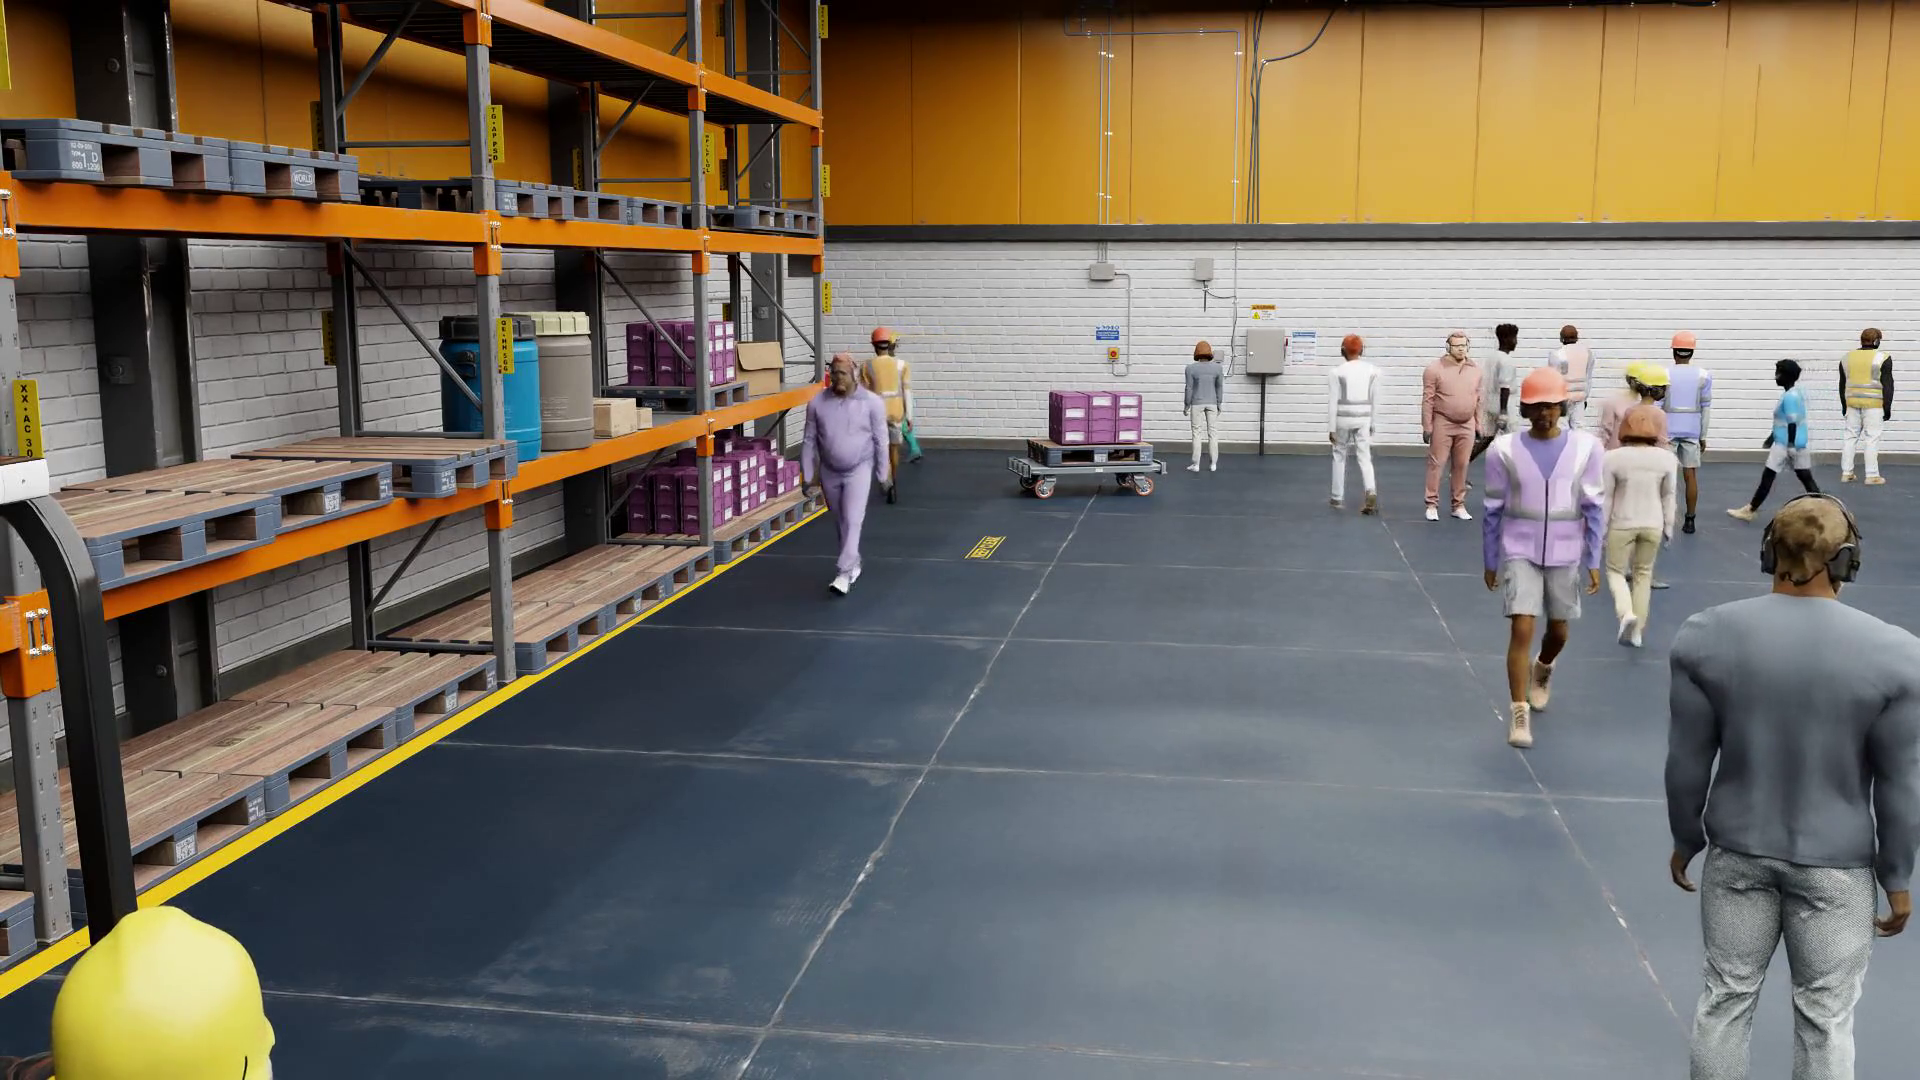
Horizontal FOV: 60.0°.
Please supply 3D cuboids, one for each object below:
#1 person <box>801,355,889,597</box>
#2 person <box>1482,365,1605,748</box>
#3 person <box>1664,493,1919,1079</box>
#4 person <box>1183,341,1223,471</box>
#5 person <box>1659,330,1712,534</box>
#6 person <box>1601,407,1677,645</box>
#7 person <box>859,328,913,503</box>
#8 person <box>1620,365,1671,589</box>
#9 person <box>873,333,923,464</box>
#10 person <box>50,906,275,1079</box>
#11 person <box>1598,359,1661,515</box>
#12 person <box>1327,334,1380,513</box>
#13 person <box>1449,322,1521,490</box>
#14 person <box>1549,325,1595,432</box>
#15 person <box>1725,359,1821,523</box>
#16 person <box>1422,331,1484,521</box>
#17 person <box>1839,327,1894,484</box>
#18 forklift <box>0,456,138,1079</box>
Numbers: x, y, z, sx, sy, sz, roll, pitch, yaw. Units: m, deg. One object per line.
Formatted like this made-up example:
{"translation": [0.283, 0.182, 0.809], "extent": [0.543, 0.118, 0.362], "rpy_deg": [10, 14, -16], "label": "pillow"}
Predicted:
{"translation": [-0.918, -0.514, 12.984], "extent": [0.666, 1.853, 1.022], "rpy_deg": [2, 9, 14], "label": "person"}
{"translation": [3.137, 0.057, 8.997], "extent": [0.611, 2.015, 0.876], "rpy_deg": [2, 9, 13], "label": "person"}
{"translation": [2.187, 0.840, 4.402], "extent": [0.627, 1.933, 0.371], "rpy_deg": [7, 12, 37], "label": "person"}
{"translation": [3.039, -1.670, 20.800], "extent": [0.499, 1.633, 0.281], "rpy_deg": [-2, 9, -9], "label": "person"}
{"translation": [6.854, -1.026, 15.892], "extent": [0.547, 1.938, 0.379], "rpy_deg": [2, 9, 11], "label": "person"}
{"translation": [4.472, -0.067, 10.986], "extent": [0.503, 1.619, 0.523], "rpy_deg": [1, 9, 8], "label": "person"}
{"translation": [-0.827, -1.370, 18.199], "extent": [0.564, 1.874, 1.011], "rpy_deg": [-2, 9, -13], "label": "person"}
{"translation": [5.432, -0.501, 13.185], "extent": [0.314, 1.769, 0.523], "rpy_deg": [-2, 9, -13], "label": "person"}
{"translation": [-0.904, -1.842, 21.574], "extent": [0.866, 1.727, 0.530], "rpy_deg": [0, 9, 2], "label": "person"}
{"translation": [-0.826, 1.297, 1.881], "extent": [0.586, 1.836, 0.404], "rpy_deg": [-4, 10, -23], "label": "person"}
{"translation": [5.804, -0.707, 14.492], "extent": [0.549, 1.742, 0.441], "rpy_deg": [-1, 9, -4], "label": "person"}
{"translation": [4.092, -1.209, 17.272], "extent": [0.569, 1.862, 0.876], "rpy_deg": [-1, 9, -5], "label": "person"}
{"translation": [6.081, -1.513, 18.926], "extent": [0.943, 1.934, 0.610], "rpy_deg": [-1, 9, -5], "label": "person"}
{"translation": [7.509, -1.737, 20.588], "extent": [0.622, 1.840, 0.430], "rpy_deg": [-2, 10, -15], "label": "person"}
{"translation": [8.128, -0.957, 16.371], "extent": [0.904, 1.639, 0.529], "rpy_deg": [6, 11, 34], "label": "person"}
{"translation": [4.953, -1.138, 16.681], "extent": [0.652, 1.906, 0.402], "rpy_deg": [-1, 9, -9], "label": "person"}
{"translation": [10.678, -1.577, 19.592], "extent": [0.429, 1.844, 0.627], "rpy_deg": [-6, 11, -33], "label": "person"}
{"translation": [-2.328, 0.975, 2.765], "extent": [2.313, 2.155, 1.214], "rpy_deg": [1, 9, 9], "label": "forklift"}
